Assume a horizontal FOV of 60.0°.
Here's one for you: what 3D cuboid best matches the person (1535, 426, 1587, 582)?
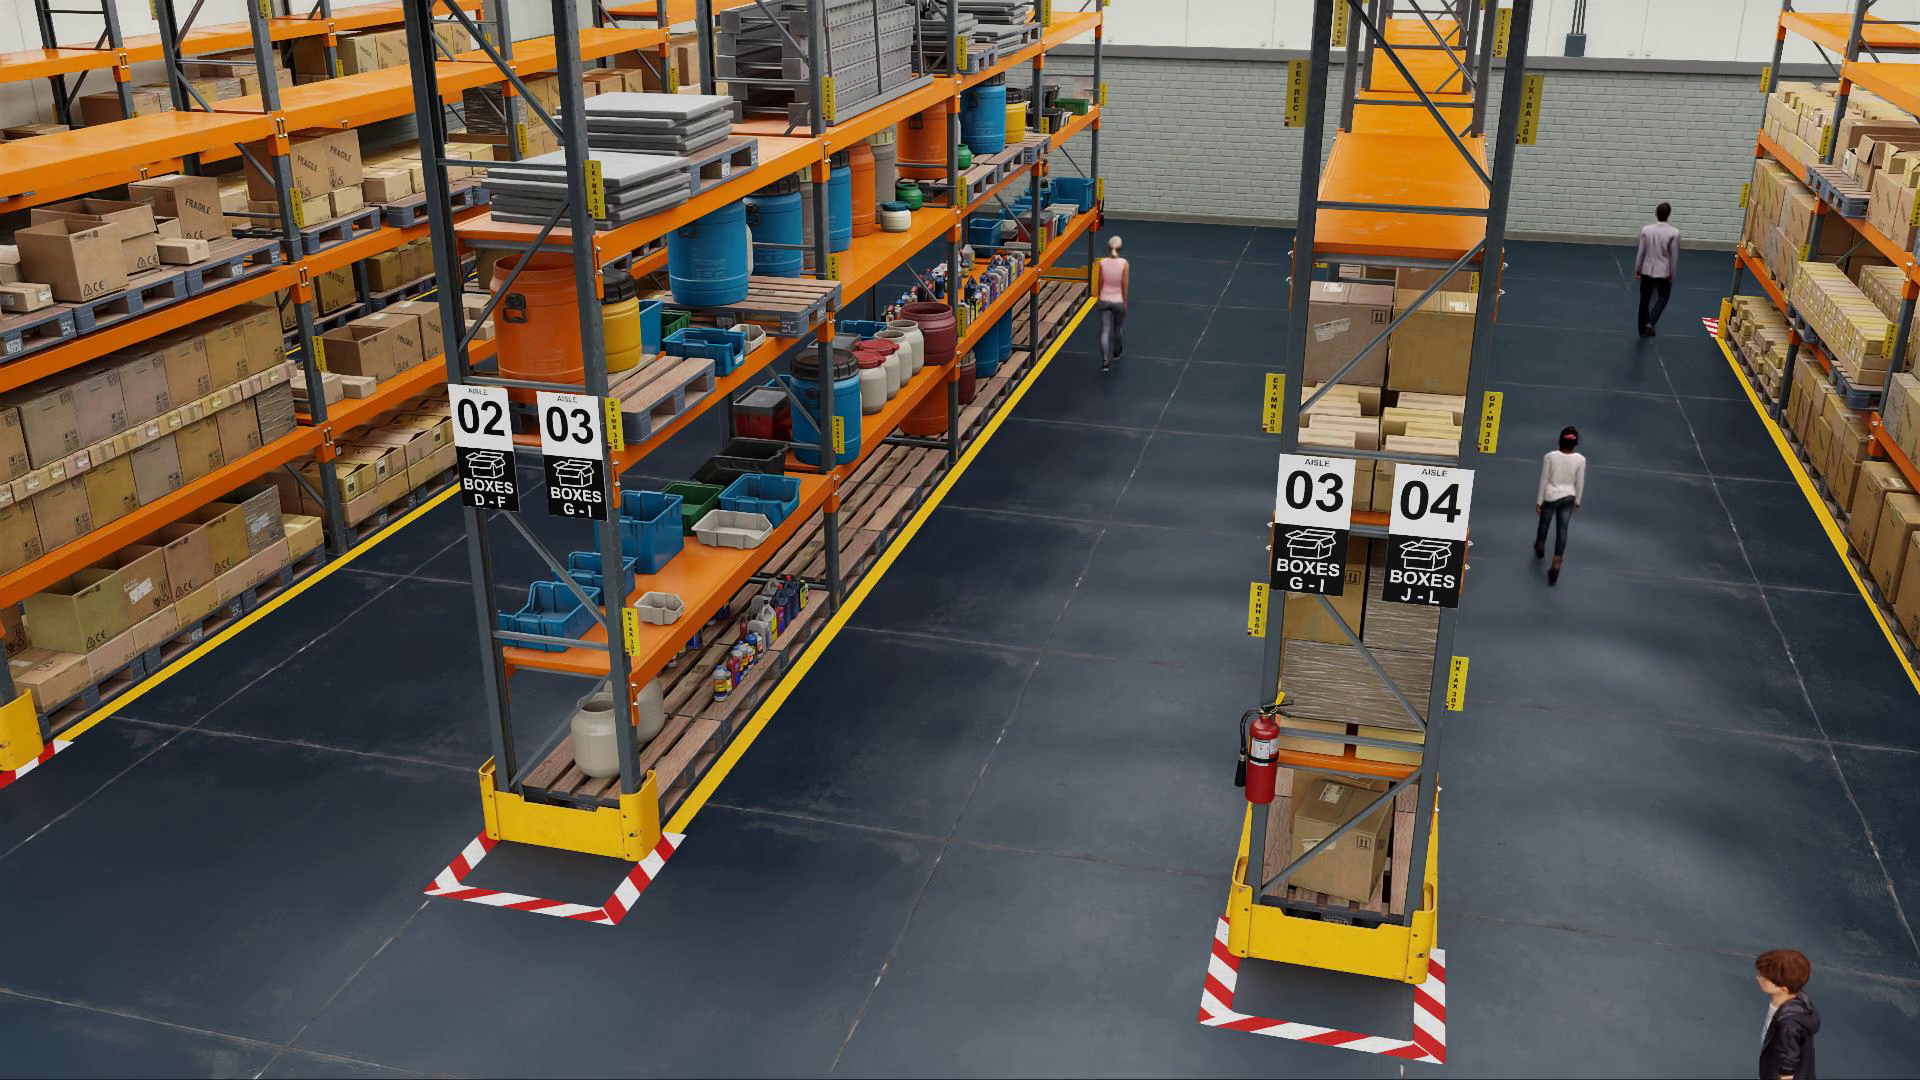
[{"bbox_3d":[5.427,-0.309,15.060,0.555,1.385,0.984,5,23,13],"label":"person"}]

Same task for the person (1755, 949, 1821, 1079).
[{"bbox_3d":[3.937,2.635,7.913,0.693,1.345,0.741,12,25,28],"label":"person"}]

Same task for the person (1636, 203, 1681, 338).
[{"bbox_3d":[9.427,-3.631,22.574,0.823,1.844,0.869,16,27,34],"label":"person"}]

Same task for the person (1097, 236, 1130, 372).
[{"bbox_3d":[1.921,-2.978,21.197,0.591,1.678,1.104,5,23,11],"label":"person"}]
